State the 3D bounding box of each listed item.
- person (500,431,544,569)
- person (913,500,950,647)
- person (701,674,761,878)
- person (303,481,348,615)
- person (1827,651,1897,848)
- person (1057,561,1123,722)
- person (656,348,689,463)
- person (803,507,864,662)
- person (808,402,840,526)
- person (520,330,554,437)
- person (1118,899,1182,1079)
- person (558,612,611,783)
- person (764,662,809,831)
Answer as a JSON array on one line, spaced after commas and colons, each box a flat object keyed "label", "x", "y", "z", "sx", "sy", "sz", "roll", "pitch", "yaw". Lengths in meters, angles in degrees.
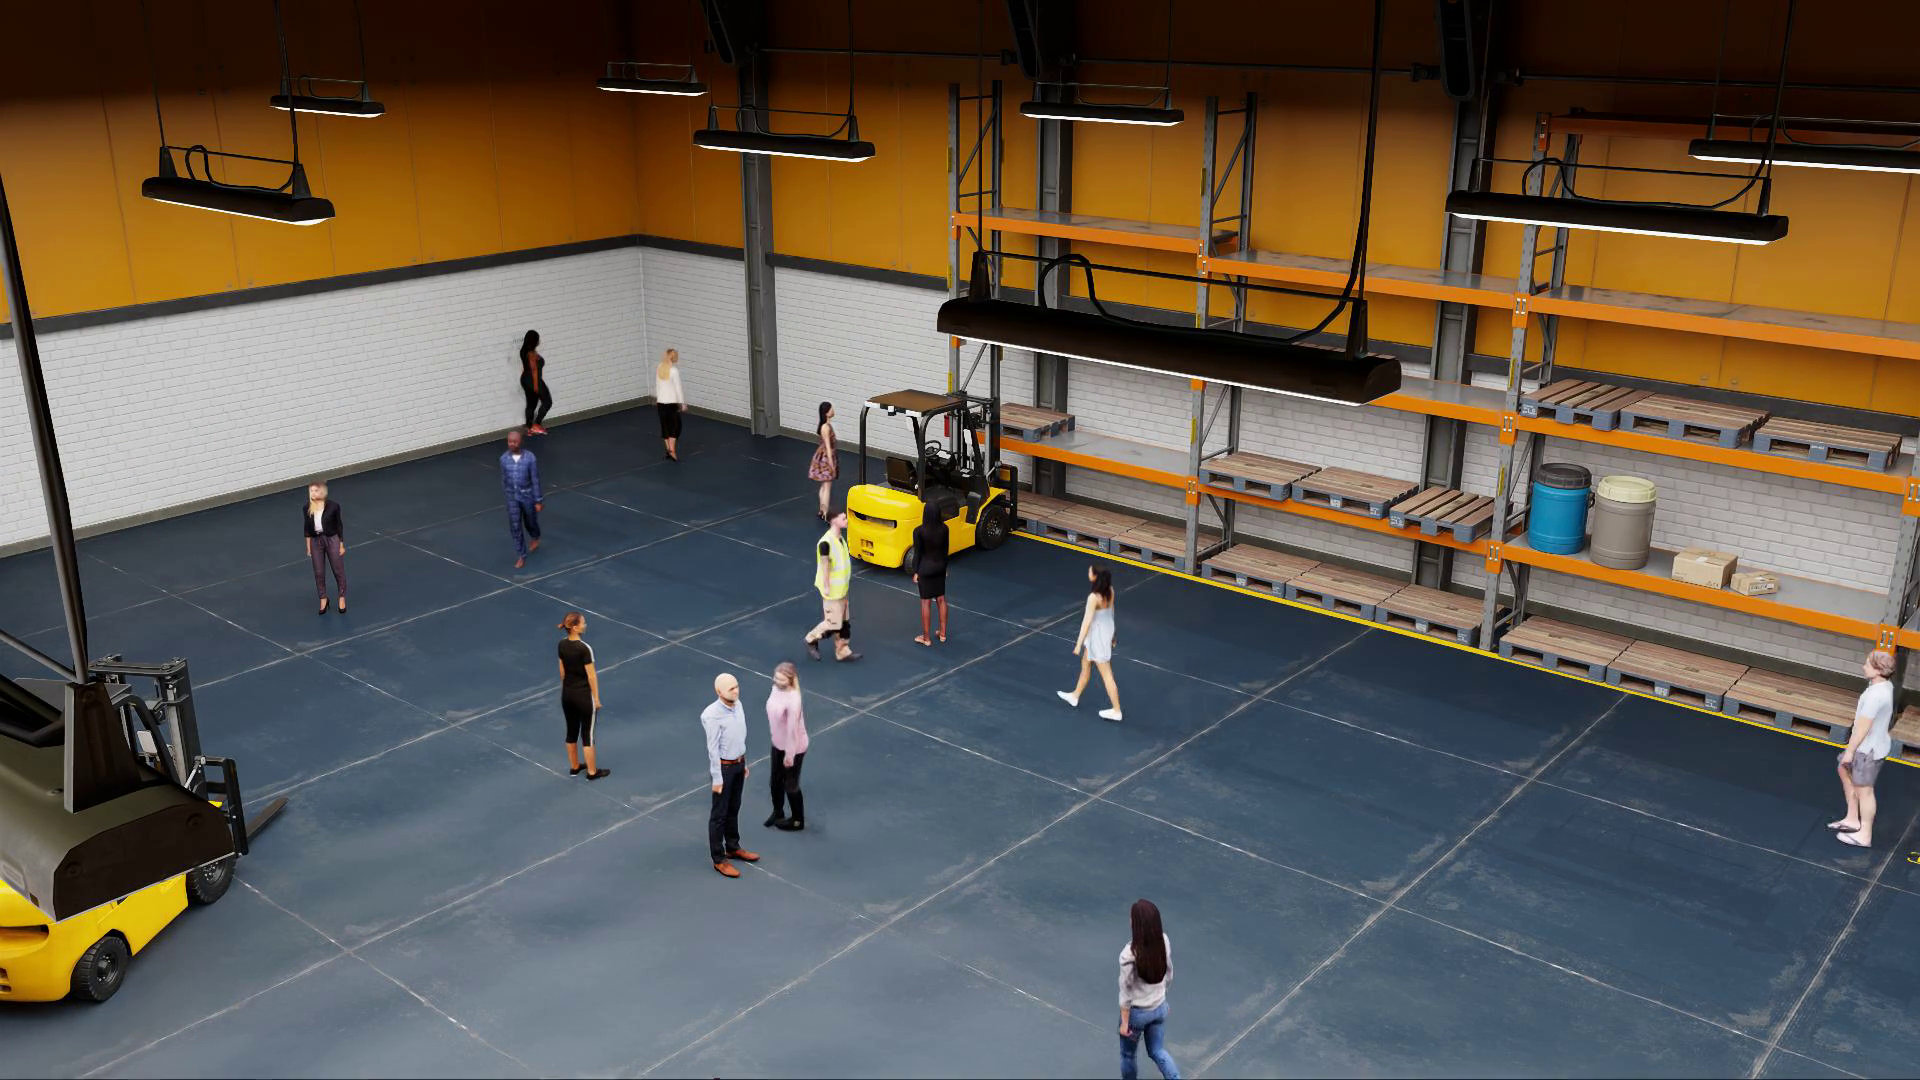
[{"label": "person", "x": -5.728, "y": -0.570, "z": 21.746, "sx": 1.116, "sy": 1.789, "sz": 1.161, "roll": -1, "pitch": 19, "yaw": -2}, {"label": "person", "x": -0.326, "y": 0.359, "z": 19.093, "sx": 0.672, "sy": 1.721, "sz": 0.622, "roll": -11, "pitch": 21, "yaw": -29}, {"label": "person", "x": -1.985, "y": 1.965, "z": 14.215, "sx": 0.636, "sy": 1.791, "sz": 0.684, "roll": 9, "pitch": 21, "yaw": 26}, {"label": "person", "x": -7.618, "y": 0.082, "z": 19.997, "sx": 0.685, "sy": 1.670, "sz": 0.739, "roll": -2, "pitch": 19, "yaw": -6}, {"label": "person", "x": 8.041, "y": 1.842, "z": 14.536, "sx": 0.663, "sy": 1.819, "sz": 0.722, "roll": 12, "pitch": 22, "yaw": 32}, {"label": "person", "x": 1.516, "y": 1.062, "z": 17.041, "sx": 1.054, "sy": 1.699, "sz": 0.728, "roll": 11, "pitch": 21, "yaw": 29}, {"label": "person", "x": -4.640, "y": -2.150, "z": 26.368, "sx": 0.561, "sy": 1.834, "sz": 0.774, "roll": 6, "pitch": 19, "yaw": 17}, {"label": "person", "x": -1.457, "y": 0.510, "z": 18.466, "sx": 1.025, "sy": 1.834, "sz": 0.918, "roll": 5, "pitch": 19, "yaw": 13}, {"label": "person", "x": -1.864, "y": -1.075, "z": 23.270, "sx": 0.863, "sy": 1.773, "sz": 0.791, "roll": -4, "pitch": 19, "yaw": -12}, {"label": "person", "x": -7.199, "y": -2.592, "z": 27.734, "sx": 0.838, "sy": 1.798, "sz": 0.700, "roll": -14, "pitch": 23, "yaw": -36}, {"label": "person", "x": 1.274, "y": 3.152, "z": 10.967, "sx": 0.743, "sy": 1.613, "sz": 0.991, "roll": -14, "pitch": 23, "yaw": -35}, {"label": "person", "x": -3.636, "y": 1.481, "z": 15.845, "sx": 0.486, "sy": 1.669, "sz": 0.661, "roll": 12, "pitch": 22, "yaw": 31}, {"label": "person", "x": -1.483, "y": 1.825, "z": 14.816, "sx": 0.785, "sy": 1.673, "sz": 0.658, "roll": -7, "pitch": 20, "yaw": -20}]
